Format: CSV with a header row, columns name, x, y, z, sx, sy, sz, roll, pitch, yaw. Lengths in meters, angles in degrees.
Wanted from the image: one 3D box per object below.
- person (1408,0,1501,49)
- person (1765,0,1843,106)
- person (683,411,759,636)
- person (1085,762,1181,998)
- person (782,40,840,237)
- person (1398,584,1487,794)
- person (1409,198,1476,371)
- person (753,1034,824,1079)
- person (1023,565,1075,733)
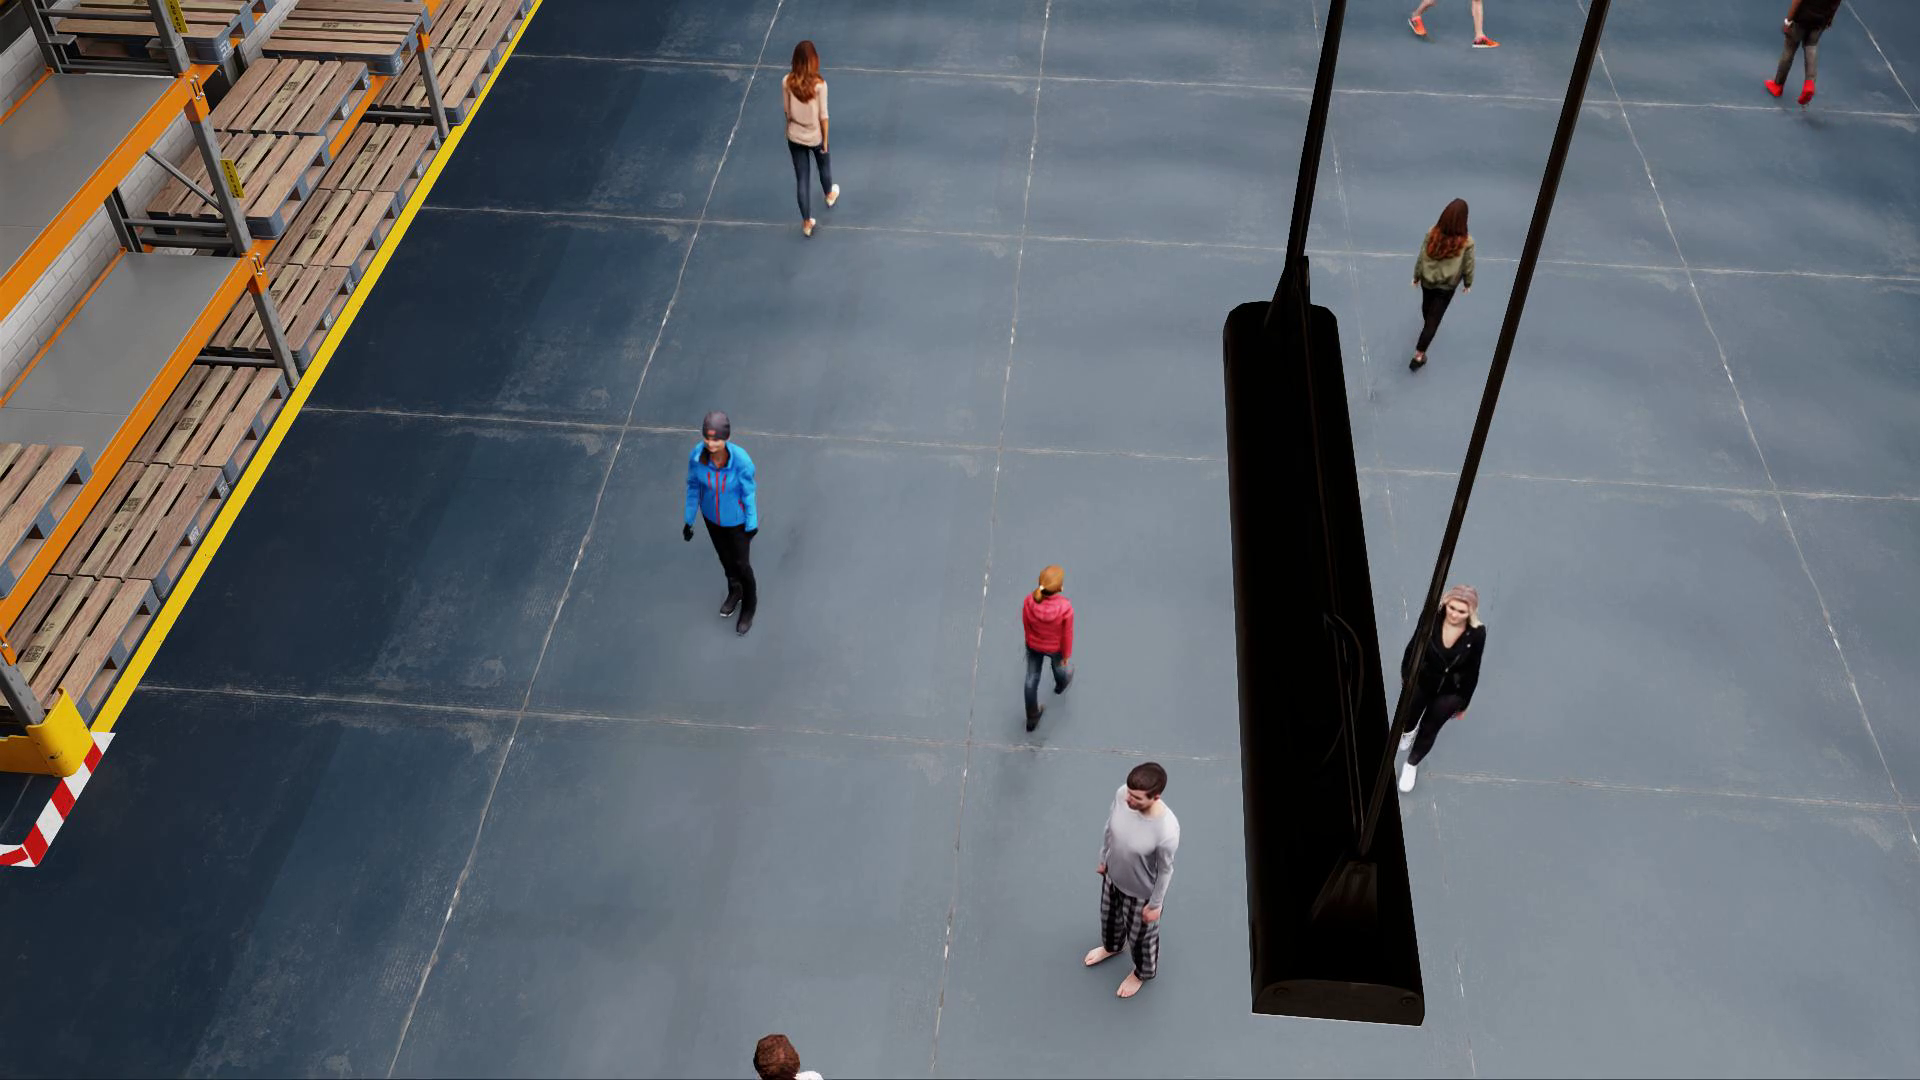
name,x,y,z,sx,sy,sz,roll,pitch,yaw
person,5.209,-6.052,17.396,1.267,1.786,1.305,-31,52,-28
person,8.454,-5.138,16.430,0.727,1.794,0.957,-2,44,-2
person,-1.567,-0.184,11.231,0.725,1.794,0.739,18,46,18
person,0.958,1.829,9.079,0.756,1.847,0.687,-28,50,-26
person,-1.382,-3.513,14.751,0.630,1.758,0.979,5,44,6
person,2.953,0.843,10.238,0.744,1.676,0.836,18,46,18
person,3.851,-2.039,13.439,0.917,1.434,1.107,25,49,24
person,-0.797,2.975,8.032,0.855,1.632,1.097,-14,45,-15
person,0.523,0.721,10.641,0.619,1.296,0.845,12,45,12
